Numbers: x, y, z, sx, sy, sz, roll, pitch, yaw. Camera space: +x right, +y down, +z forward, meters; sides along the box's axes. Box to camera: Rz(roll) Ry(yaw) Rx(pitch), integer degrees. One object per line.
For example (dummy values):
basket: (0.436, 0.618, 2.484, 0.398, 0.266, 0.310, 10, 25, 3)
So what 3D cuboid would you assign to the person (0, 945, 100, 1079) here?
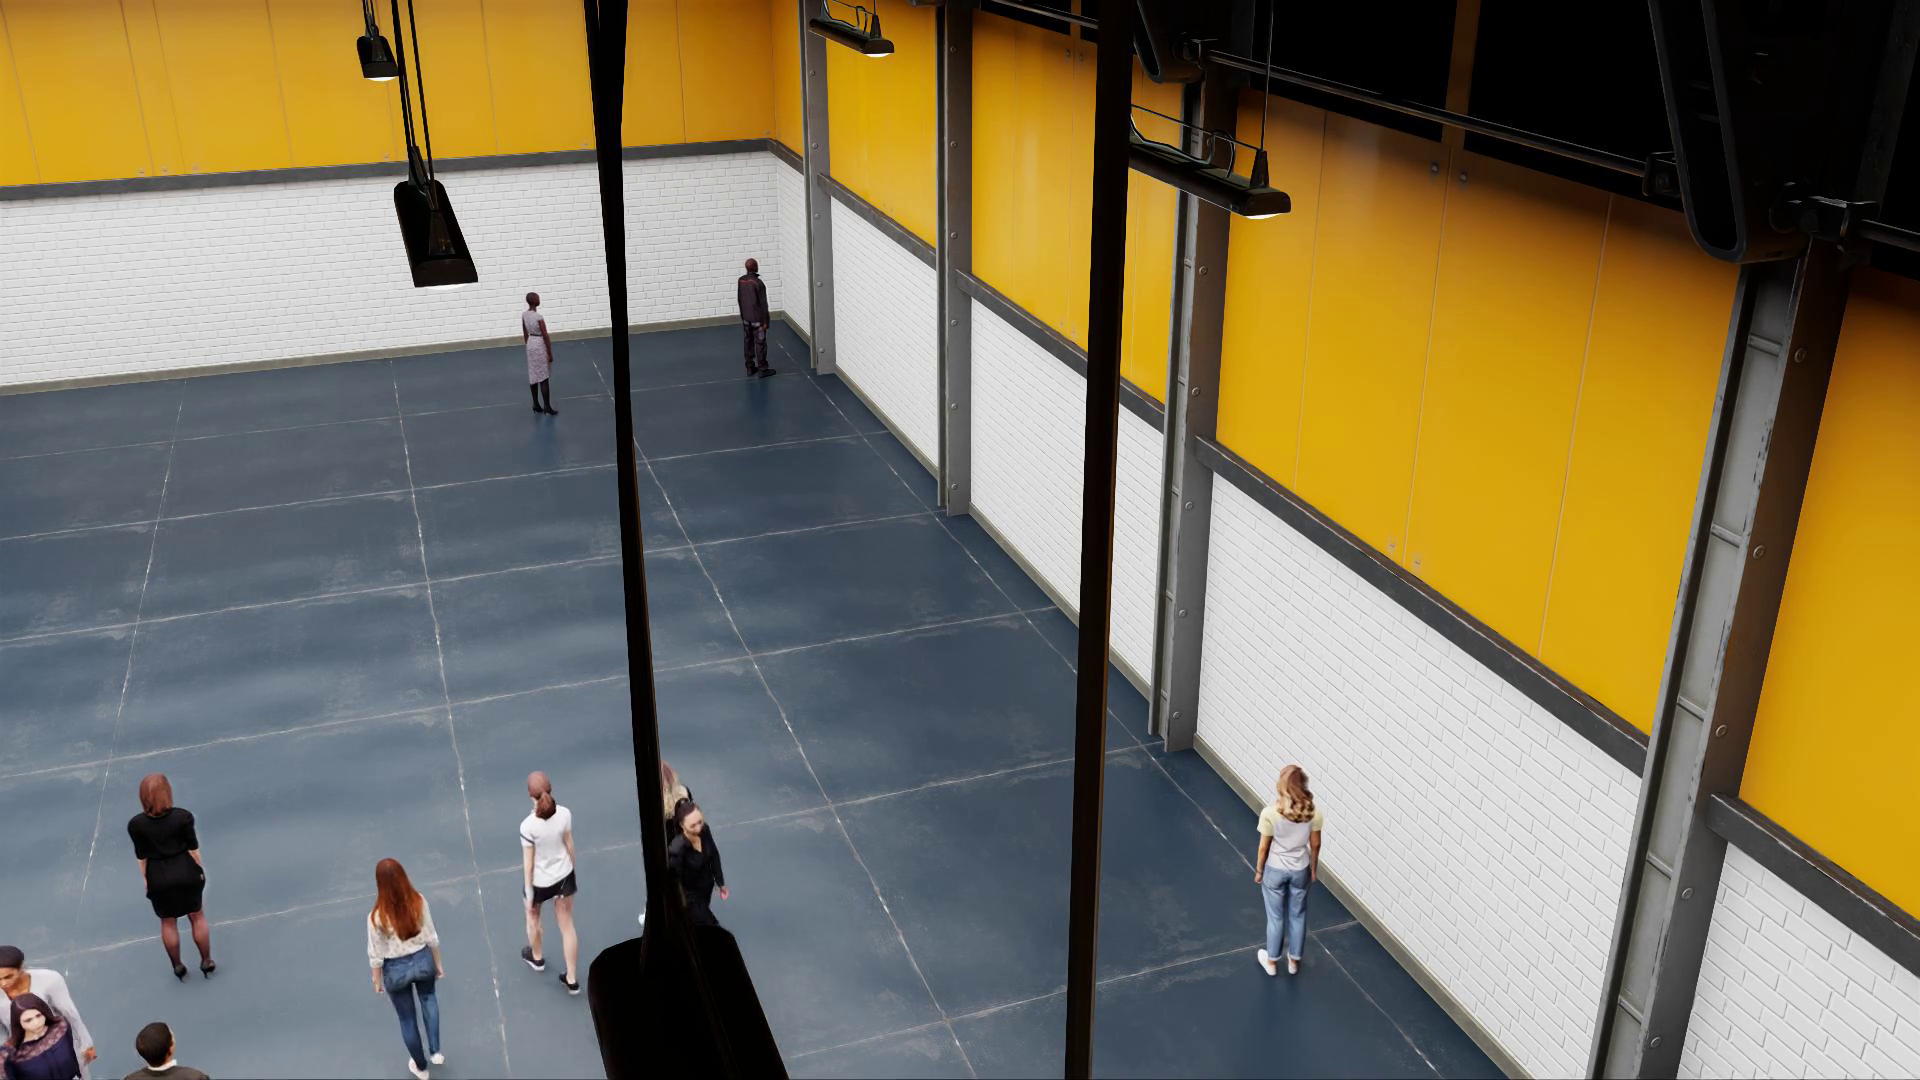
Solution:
person: (-5.709, 3.166, 10.454, 0.730, 1.711, 0.746, -7, 25, -16)

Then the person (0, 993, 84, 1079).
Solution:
person: (-5.460, 3.409, 10.026, 0.712, 1.607, 0.678, 14, 27, 29)

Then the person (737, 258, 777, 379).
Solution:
person: (-3.145, -3.397, 25.324, 0.749, 1.826, 0.848, 15, 28, 31)

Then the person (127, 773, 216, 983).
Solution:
person: (-5.718, 2.459, 12.084, 0.587, 1.701, 0.505, -10, 25, -21)

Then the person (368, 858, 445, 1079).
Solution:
person: (-3.631, 2.897, 11.059, 0.669, 1.718, 0.683, -16, 28, -32)

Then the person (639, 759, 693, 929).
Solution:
person: (-2.056, 2.417, 12.253, 0.964, 1.641, 1.259, -21, 31, -39)

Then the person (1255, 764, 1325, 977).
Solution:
person: (2.391, 2.417, 12.151, 0.685, 1.723, 0.639, -1, 24, -3)

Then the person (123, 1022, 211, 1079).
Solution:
person: (-4.454, 3.569, 9.453, 0.950, 1.774, 1.241, 0, 24, 0)

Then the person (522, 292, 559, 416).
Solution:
person: (-6.009, -2.648, 23.656, 0.661, 1.788, 0.756, 15, 28, 31)

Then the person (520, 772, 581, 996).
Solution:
person: (-2.906, 2.505, 11.946, 0.778, 1.725, 0.978, -17, 29, -34)

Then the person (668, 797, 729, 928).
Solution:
person: (-1.951, 2.562, 11.891, 1.071, 1.666, 1.050, 8, 25, 18)
